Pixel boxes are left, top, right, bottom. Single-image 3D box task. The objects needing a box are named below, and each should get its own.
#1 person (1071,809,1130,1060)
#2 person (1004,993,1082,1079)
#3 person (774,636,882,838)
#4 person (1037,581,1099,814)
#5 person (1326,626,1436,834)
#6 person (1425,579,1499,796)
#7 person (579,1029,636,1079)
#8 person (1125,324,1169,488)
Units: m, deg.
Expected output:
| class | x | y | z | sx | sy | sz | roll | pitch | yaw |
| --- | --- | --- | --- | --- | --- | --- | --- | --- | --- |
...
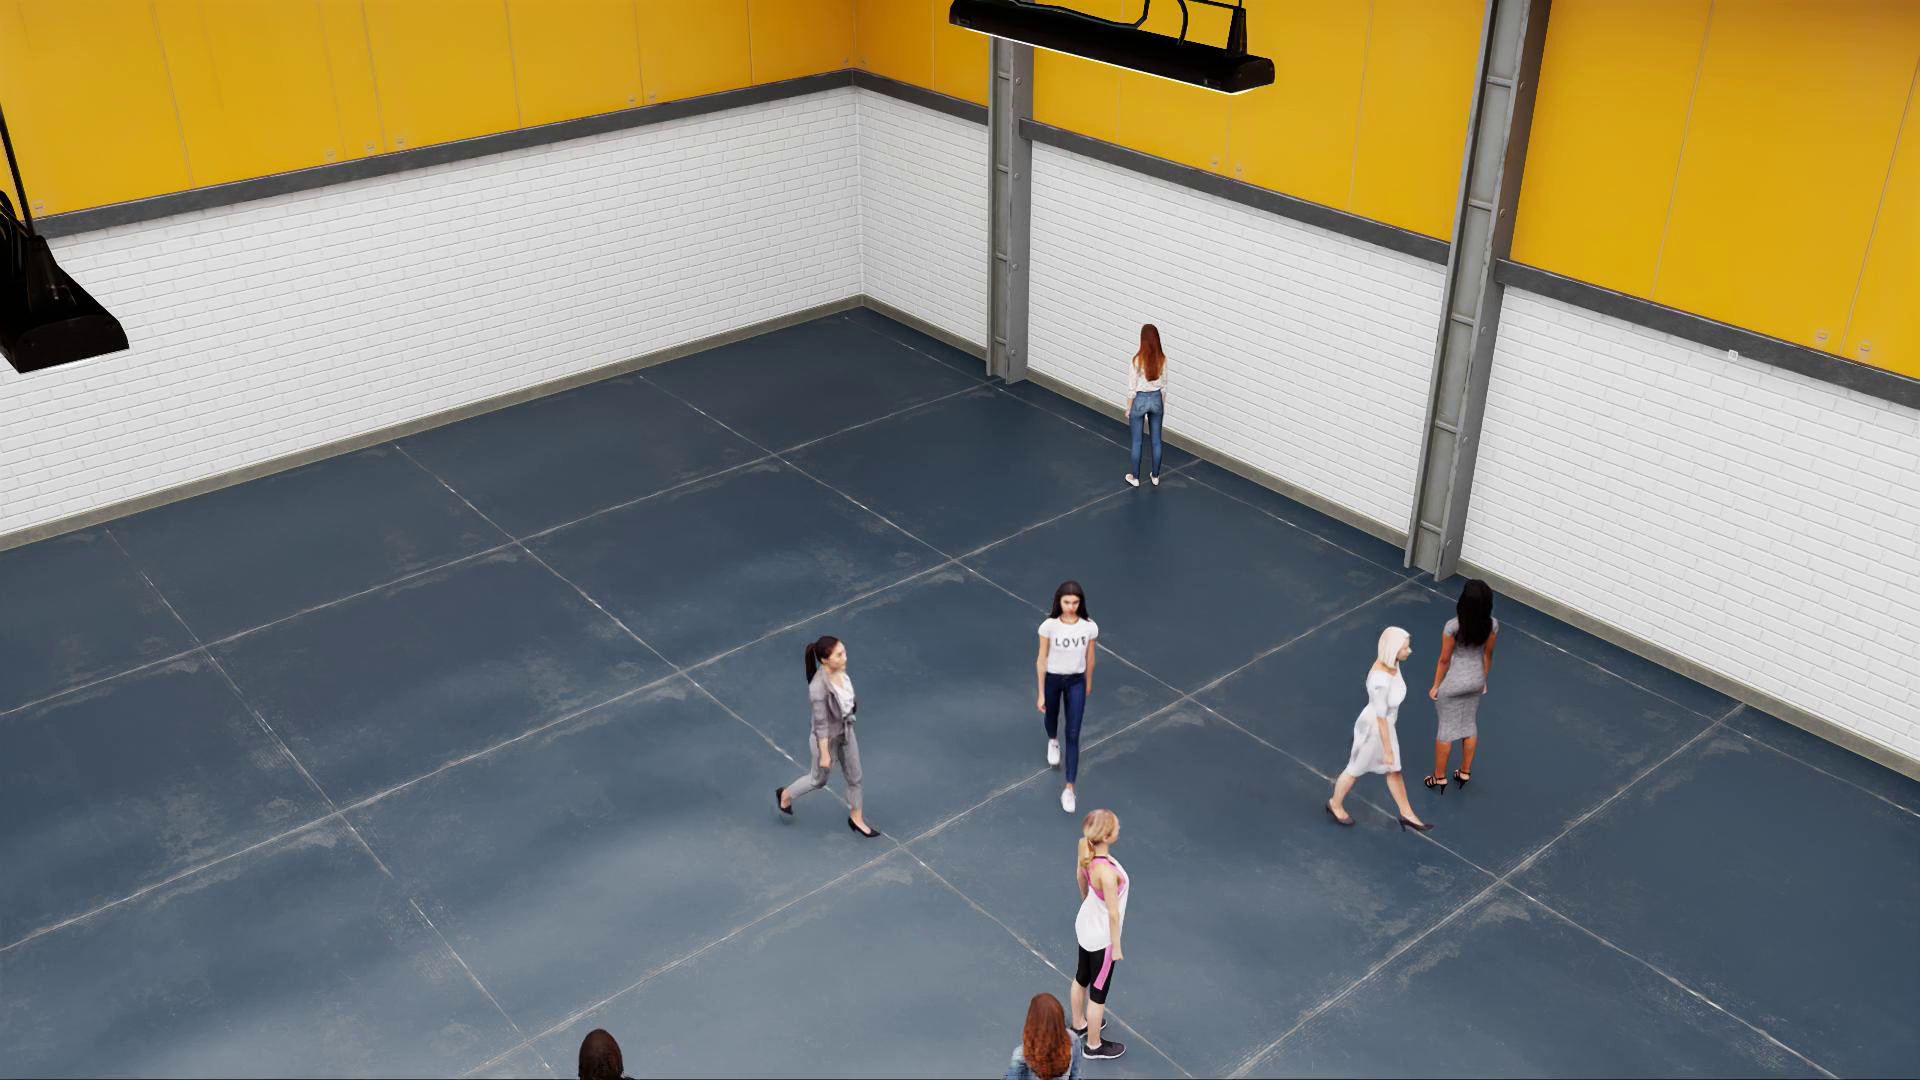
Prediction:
| class | x | y | z | sx | sy | sz | roll | pitch | yaw |
| --- | --- | --- | --- | --- | --- | --- | --- | --- | --- |
| person | 0.810 | 2.339 | 9.910 | 0.724 | 1.787 | 0.567 | -11 | 30 | -19 |
| person | 0.482 | 3.079 | 8.899 | 0.614 | 1.456 | 0.807 | -18 | 33 | -29 |
| person | -0.984 | 1.397 | 11.779 | 1.145 | 1.649 | 0.949 | 10 | 30 | 18 |
| person | 0.743 | 1.049 | 12.343 | 1.068 | 1.722 | 1.188 | 0 | 29 | 0 |
| person | 2.862 | 1.348 | 11.801 | 1.085 | 1.715 | 0.840 | 14 | 32 | 24 |
| person | 3.682 | 1.080 | 12.224 | 0.674 | 1.781 | 0.683 | -6 | 29 | -10 |
| person | -1.777 | 3.232 | 8.461 | 0.830 | 1.606 | 1.142 | -10 | 30 | -18 |
| person | 1.885 | -1.356 | 16.747 | 0.650 | 1.725 | 0.659 | -5 | 29 | -9 |
